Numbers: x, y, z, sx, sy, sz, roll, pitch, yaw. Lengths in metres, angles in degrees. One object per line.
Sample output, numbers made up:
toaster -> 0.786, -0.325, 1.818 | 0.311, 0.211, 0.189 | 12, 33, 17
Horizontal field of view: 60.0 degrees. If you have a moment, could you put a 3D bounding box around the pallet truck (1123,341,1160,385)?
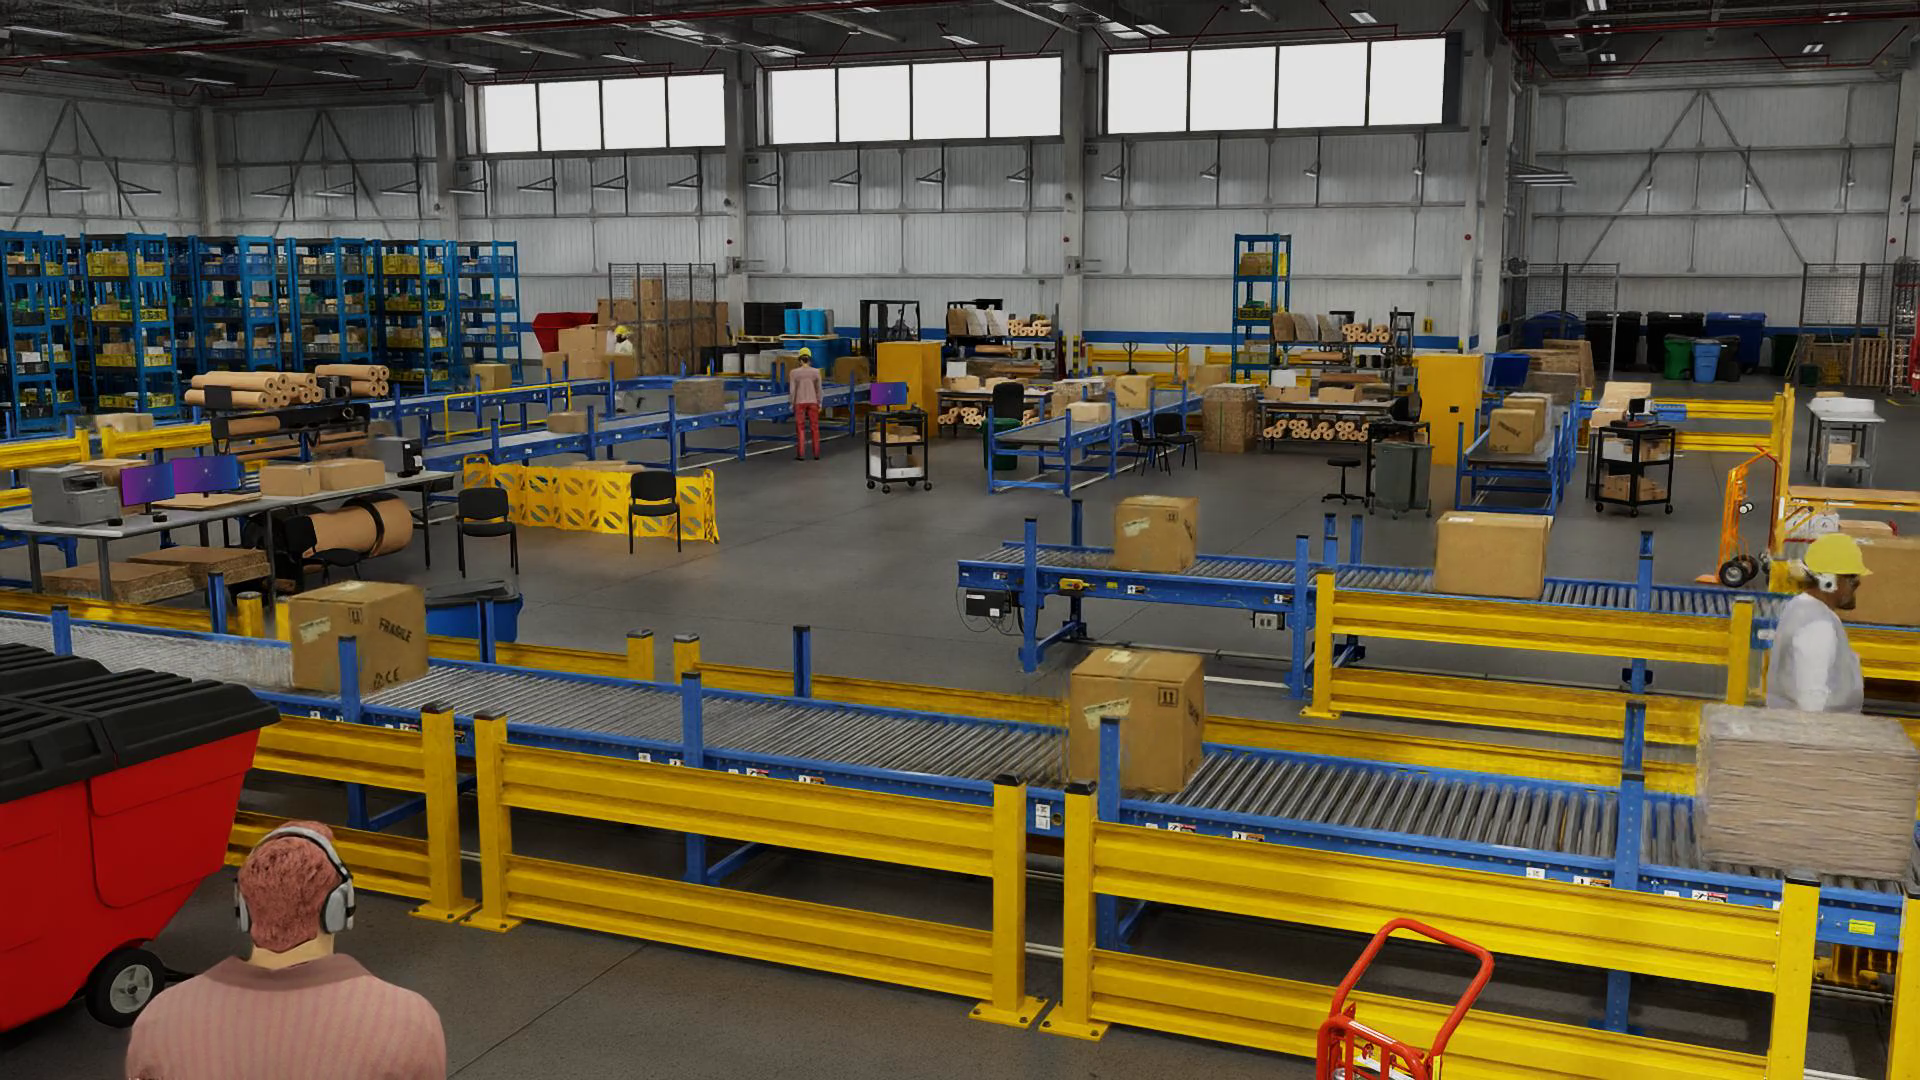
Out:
pallet truck -> 4.445, -4.380, 41.279 | 0.680, 1.201, 1.601 | 4, 10, 22

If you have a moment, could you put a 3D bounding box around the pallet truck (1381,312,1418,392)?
pallet truck -> 10.207, -4.283, 38.369 | 0.823, 1.965, 1.885 | 3, 10, 20

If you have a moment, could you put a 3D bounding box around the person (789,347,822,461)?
person -> -2.413, -2.121, 25.966 | 0.533, 1.767, 0.326 | -3, 10, -20

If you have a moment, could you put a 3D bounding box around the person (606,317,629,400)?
person -> -7.754, -4.122, 37.724 | 0.658, 1.885, 0.596 | 7, 12, 38

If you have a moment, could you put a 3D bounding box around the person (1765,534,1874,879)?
person -> 3.932, 0.871, 7.663 | 0.417, 1.819, 0.618 | 4, 10, 22

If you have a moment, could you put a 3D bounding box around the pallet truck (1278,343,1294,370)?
pallet truck -> 7.886, -4.163, 39.743 | 0.653, 1.274, 1.630 | 4, 10, 22

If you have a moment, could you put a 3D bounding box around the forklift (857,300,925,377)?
forklift -> -1.732, -5.109, 42.468 | 1.157, 1.987, 2.680 | 4, 10, 22

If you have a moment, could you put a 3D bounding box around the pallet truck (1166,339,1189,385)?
pallet truck -> 5.418, -4.269, 40.420 | 0.704, 1.261, 1.522 | 3, 10, 20

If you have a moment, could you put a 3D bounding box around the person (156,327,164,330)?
person -> -17.917, -4.019, 37.281 | 0.573, 1.831, 0.405 | -6, 11, -33

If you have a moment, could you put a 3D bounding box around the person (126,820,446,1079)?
person -> -1.359, 1.524, 3.501 | 0.636, 1.900, 0.398 | -1, 9, -3

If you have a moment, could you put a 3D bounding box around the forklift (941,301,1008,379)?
forklift -> 0.365, -4.966, 41.571 | 1.157, 1.987, 2.680 | 3, 10, 20

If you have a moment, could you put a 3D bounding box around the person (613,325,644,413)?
person -> -6.885, -3.531, 34.376 | 0.646, 1.812, 0.597 | -5, 11, -29

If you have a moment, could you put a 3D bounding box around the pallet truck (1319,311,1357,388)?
pallet truck -> 9.071, -4.419, 39.190 | 0.823, 1.965, 1.885 | 5, 10, 26
